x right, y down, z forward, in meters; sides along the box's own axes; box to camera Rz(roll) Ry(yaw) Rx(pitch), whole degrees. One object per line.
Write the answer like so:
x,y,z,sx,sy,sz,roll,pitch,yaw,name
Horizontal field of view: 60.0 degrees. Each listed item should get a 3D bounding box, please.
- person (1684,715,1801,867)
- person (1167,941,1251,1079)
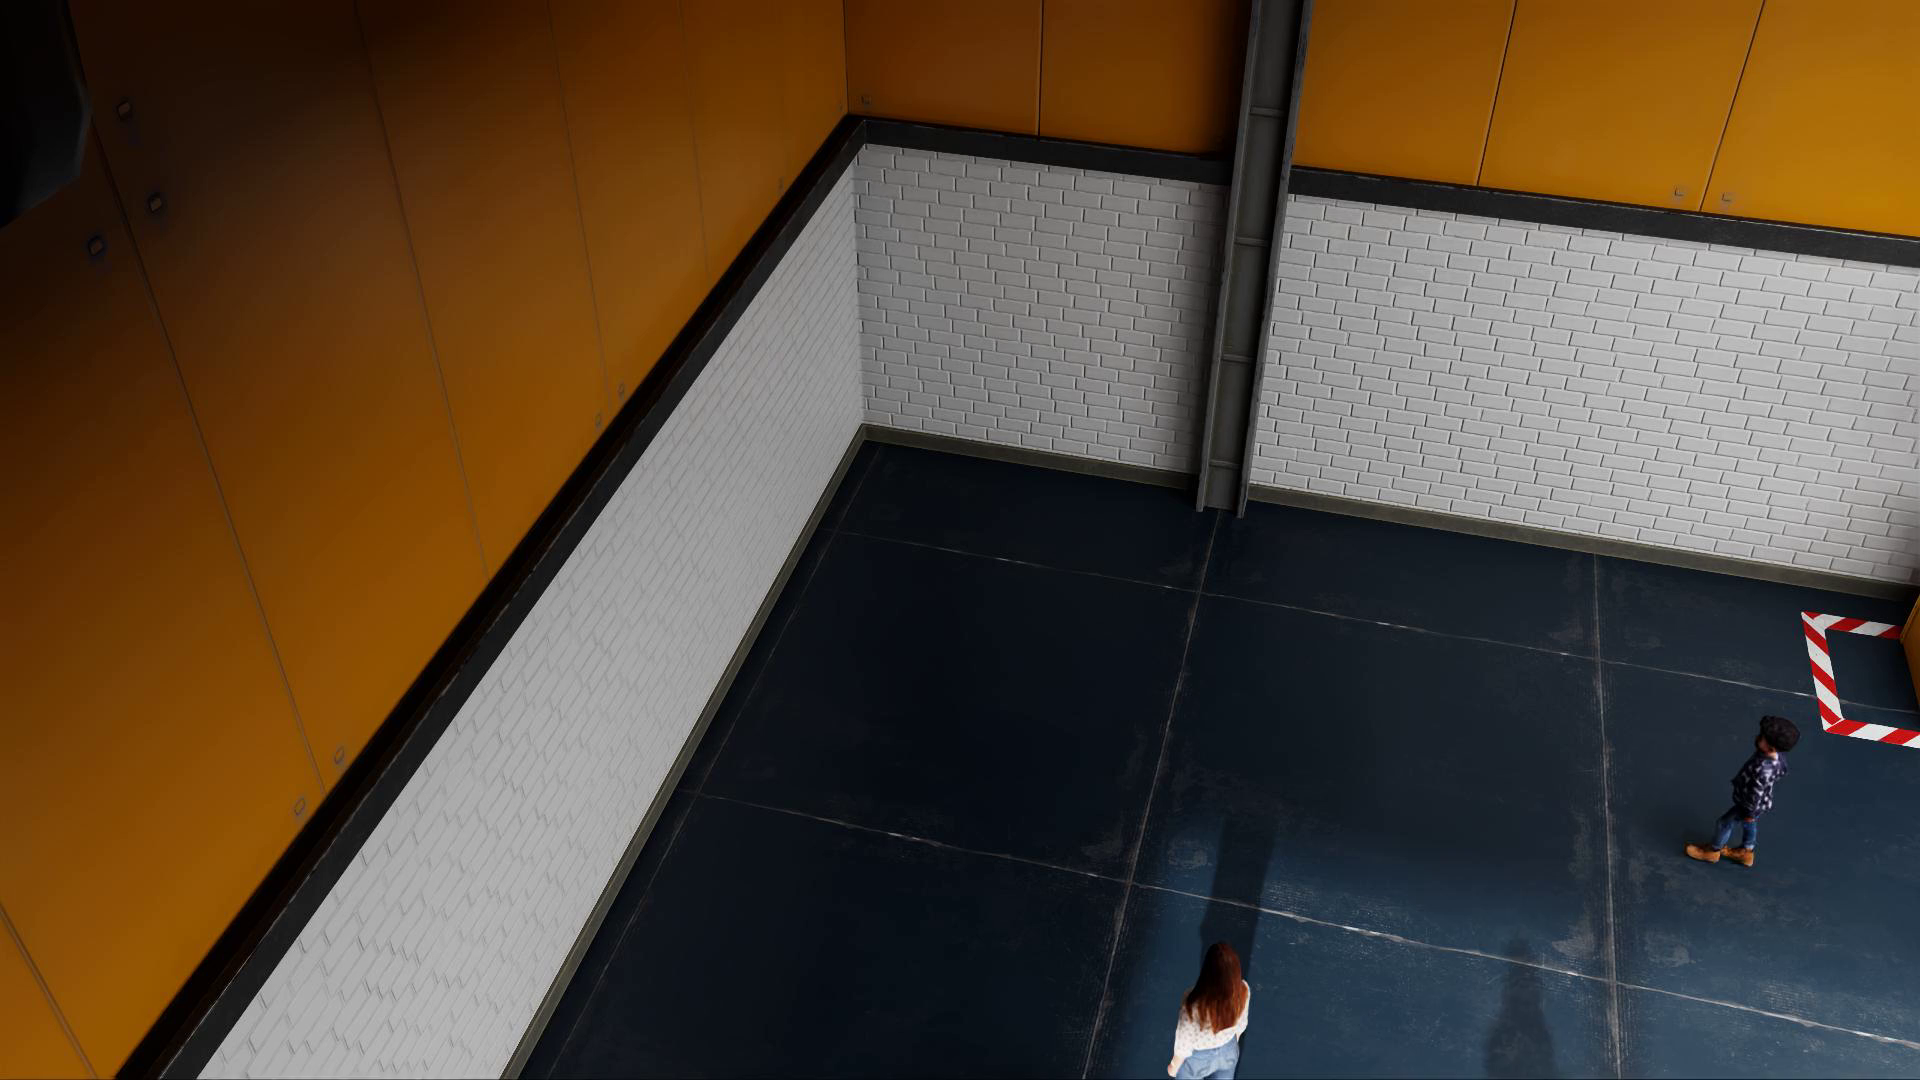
5.064,1.629,10.506,0.688,1.235,0.577,18,42,21,person
1.310,2.706,8.762,0.616,1.728,0.711,-13,40,-15,person
